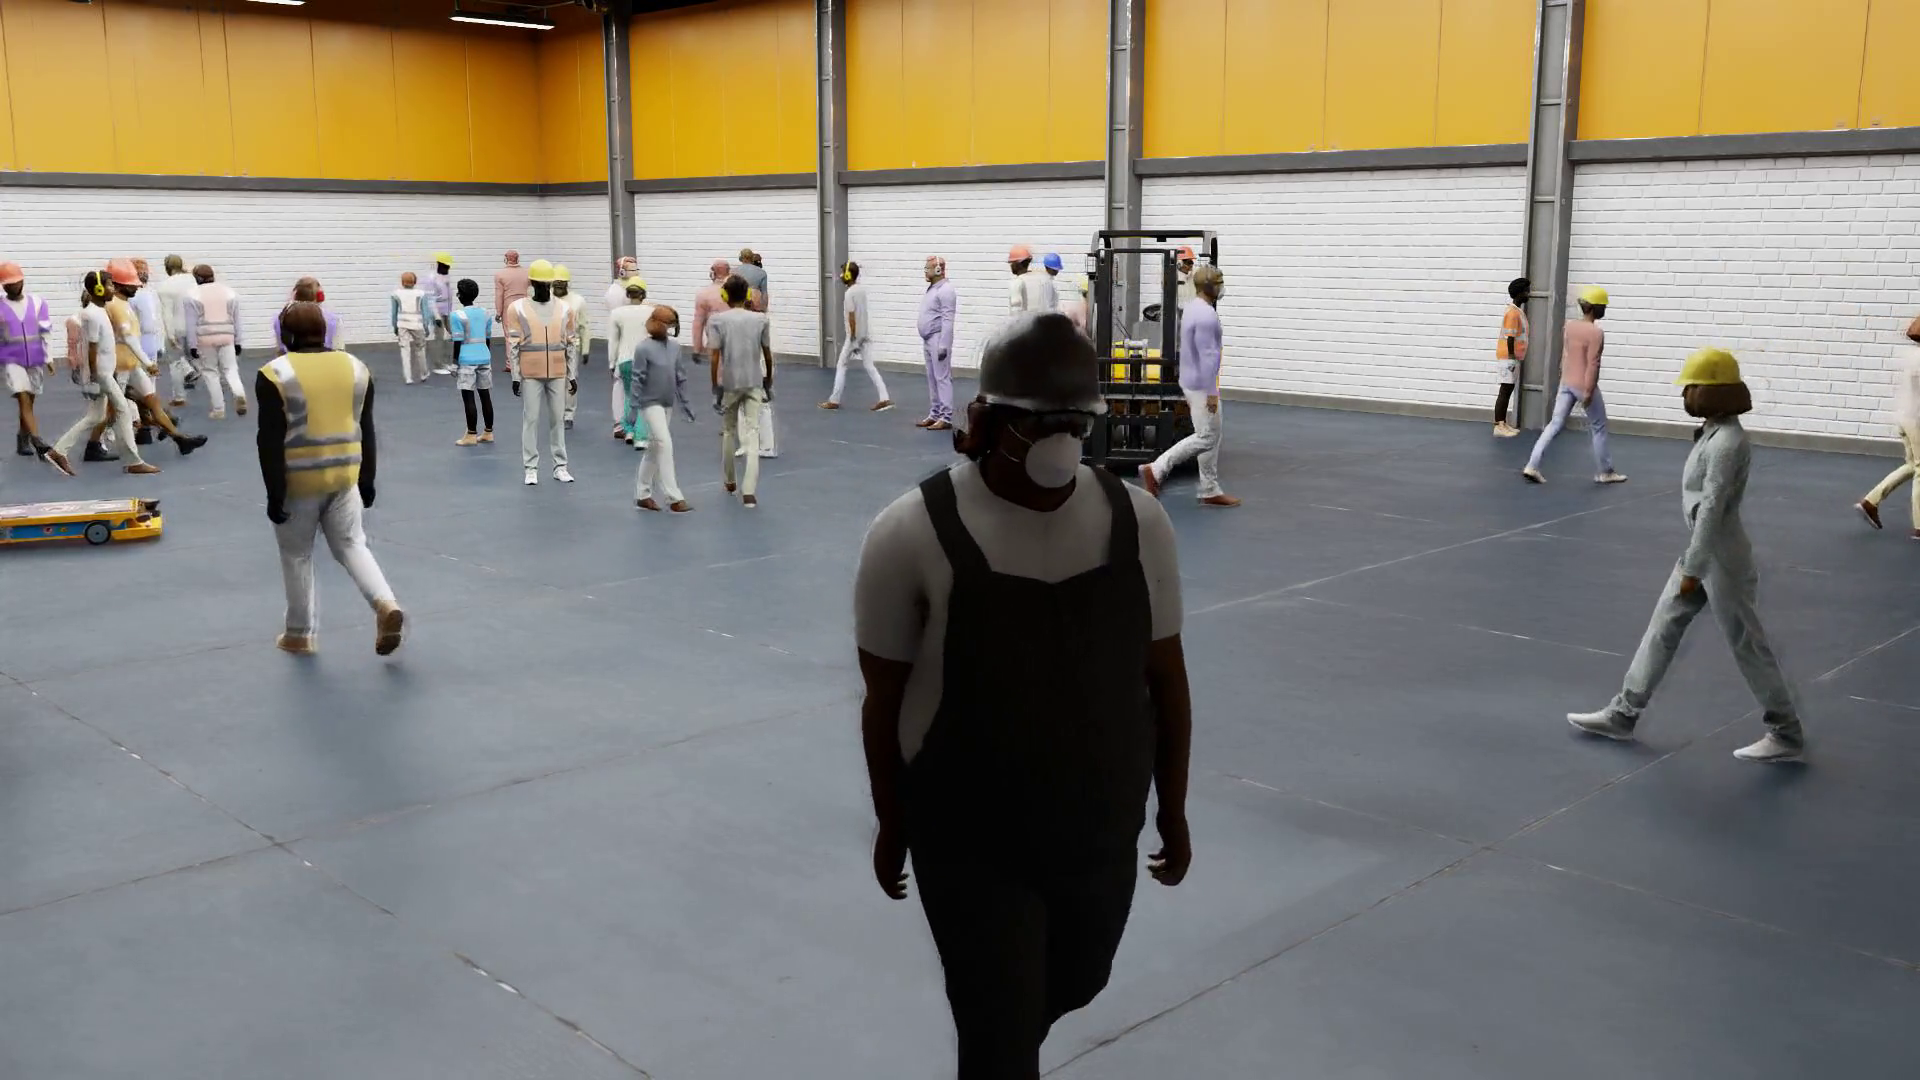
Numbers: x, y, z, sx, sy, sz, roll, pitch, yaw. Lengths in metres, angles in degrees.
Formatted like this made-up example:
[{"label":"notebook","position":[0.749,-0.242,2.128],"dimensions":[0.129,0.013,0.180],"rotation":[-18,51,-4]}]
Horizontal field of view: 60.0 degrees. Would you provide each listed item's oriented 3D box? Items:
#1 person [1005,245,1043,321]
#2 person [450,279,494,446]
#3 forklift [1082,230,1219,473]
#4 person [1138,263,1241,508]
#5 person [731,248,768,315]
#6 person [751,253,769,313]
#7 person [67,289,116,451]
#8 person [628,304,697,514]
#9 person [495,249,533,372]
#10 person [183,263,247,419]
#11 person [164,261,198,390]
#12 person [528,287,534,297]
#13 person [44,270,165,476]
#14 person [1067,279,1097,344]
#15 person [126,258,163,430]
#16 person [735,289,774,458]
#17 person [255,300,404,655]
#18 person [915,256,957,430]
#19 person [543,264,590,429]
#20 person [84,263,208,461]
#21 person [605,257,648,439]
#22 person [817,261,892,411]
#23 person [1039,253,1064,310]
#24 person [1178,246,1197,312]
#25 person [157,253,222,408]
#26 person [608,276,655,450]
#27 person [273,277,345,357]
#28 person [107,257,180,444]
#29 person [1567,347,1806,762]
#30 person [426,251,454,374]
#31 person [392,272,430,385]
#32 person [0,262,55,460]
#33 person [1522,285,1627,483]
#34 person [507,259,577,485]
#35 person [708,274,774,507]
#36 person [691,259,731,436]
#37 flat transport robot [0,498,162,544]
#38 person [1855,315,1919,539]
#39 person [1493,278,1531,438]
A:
[{"label":"person","position":[0.637,-2.429,19.477],"dimensions":[0.951,2.000,0.624],"rotation":[9,13,39]},{"label":"person","position":[-4.960,-1.798,16.890],"dimensions":[0.319,1.696,0.532],"rotation":[5,12,27]},{"label":"forklift","position":[1.804,-1.825,15.677],"dimensions":[1.214,2.155,2.313],"rotation":[2,11,13]},{"label":"person","position":[1.807,-1.175,12.890],"dimensions":[0.749,1.922,0.637],"rotation":[0,10,3]},{"label":"person","position":[-3.328,-3.615,26.139],"dimensions":[0.635,1.936,0.355],"rotation":[-3,11,-18]},{"label":"person","position":[-3.282,-3.671,26.705],"dimensions":[0.429,1.844,0.627],"rotation":[1,10,3]},{"label":"person","position":[-8.603,-1.699,16.558],"dimensions":[0.526,1.628,0.463],"rotation":[-9,14,-42]},{"label":"person","position":[-2.228,-0.993,12.740],"dimensions":[0.763,1.594,0.522],"rotation":[5,11,24]},{"label":"person","position":[-6.964,-3.575,26.000],"dimensions":[0.636,1.911,0.405],"rotation":[-7,13,-35]},{"label":"person","position":[-8.596,-2.279,19.211],"dimensions":[0.630,1.812,0.614],"rotation":[-10,14,-42]},{"label":"person","position":[-10.669,-2.945,22.809],"dimensions":[0.423,1.813,0.612],"rotation":[5,11,24]},{"label":"person","position":[-6.637,-3.454,26.161],"dimensions":[0.512,1.613,0.450],"rotation":[-10,14,-43]},{"label":"person","position":[-7.664,-1.470,14.740],"dimensions":[0.899,1.843,0.518],"rotation":[-5,12,-27]},{"label":"person","position":[1.261,-2.002,18.027],"dimensions":[0.969,1.689,0.528],"rotation":[9,14,40]},{"label":"person","position":[-9.013,-2.147,18.313],"dimensions":[0.338,1.876,0.595],"rotation":[2,11,10]},{"label":"person","position":[-2.018,-1.575,15.855],"dimensions":[0.517,1.618,0.550],"rotation":[2,11,12]},{"label":"person","position":[-3.180,-0.287,8.347],"dimensions":[0.801,1.820,0.633],"rotation":[8,13,37]},{"label":"person","position":[-0.273,-2.171,18.352],"dimensions":[0.408,1.908,0.644],"rotation":[-4,11,-19]},{"label":"person","position":[-4.361,-2.099,18.195],"dimensions":[0.625,1.811,0.539],"rotation":[-1,10,-5]},{"label":"person","position":[-7.823,-1.678,15.759],"dimensions":[1.084,1.858,0.548],"rotation":[-2,11,-12]},{"label":"person","position":[-3.490,-2.025,17.553],"dimensions":[0.403,1.906,0.651],"rotation":[1,10,5]},{"label":"person","position":[-1.252,-2.468,20.224],"dimensions":[0.968,1.825,0.518],"rotation":[5,12,26]},{"label":"person","position":[1.149,-2.941,22.601],"dimensions":[0.399,1.903,0.795],"rotation":[-1,10,-7]},{"label":"person","position":[2.765,-2.656,20.746],"dimensions":[0.376,1.997,0.612],"rotation":[7,12,33]},{"label":"person","position":[-9.531,-2.570,20.501],"dimensions":[0.765,1.921,0.628],"rotation":[6,12,30]},{"label":"person","position":[-3.251,-1.763,16.643],"dimensions":[0.546,1.721,0.640],"rotation":[1,10,6]},{"label":"person","position":[-5.242,-1.219,13.448],"dimensions":[0.562,1.809,0.855],"rotation":[-2,11,-9]},{"label":"person","position":[-8.321,-1.905,16.875],"dimensions":[0.537,1.911,0.569],"rotation":[-1,10,-8]},{"label":"person","position":[3.045,0.060,6.778],"dimensions":[0.920,1.681,0.494],"rotation":[3,11,18]},{"label":"person","position":[-7.868,-3.461,25.409],"dimensions":[0.620,1.889,0.628],"rotation":[4,11,20]},{"label":"person","position":[-7.902,-3.055,23.989],"dimensions":[0.541,1.591,0.831],"rotation":[-1,10,-6]},{"label":"person","position":[-8.933,-1.702,15.870],"dimensions":[0.539,1.867,1.002],"rotation":[-10,14,-44]},{"label":"person","position":[5.291,-1.323,14.258],"dimensions":[0.939,1.720,0.522],"rotation":[-3,11,-17]},{"label":"person","position":[-3.579,-1.442,14.319],"dimensions":[0.587,1.928,0.364],"rotation":[-6,12,-29]},{"label":"person","position":[-1.754,-1.213,13.368],"dimensions":[0.521,1.820,0.970],"rotation":[-2,11,-9]},{"label":"person","position":[-2.540,-2.047,17.780],"dimensions":[0.653,1.869,0.793],"rotation":[-7,13,-34]},{"label":"flat transport robot","position":[-6.377,-0.118,11.615],"dimensions":[1.431,0.197,0.652],"rotation":[-5,12,-25]},{"label":"person","position":[6.714,-0.805,11.684],"dimensions":[0.568,1.624,0.507],"rotation":[3,11,15]},{"label":"person","position":[5.857,-1.933,17.648],"dimensions":[0.321,1.690,0.532],"rotation":[5,11,23]}]
